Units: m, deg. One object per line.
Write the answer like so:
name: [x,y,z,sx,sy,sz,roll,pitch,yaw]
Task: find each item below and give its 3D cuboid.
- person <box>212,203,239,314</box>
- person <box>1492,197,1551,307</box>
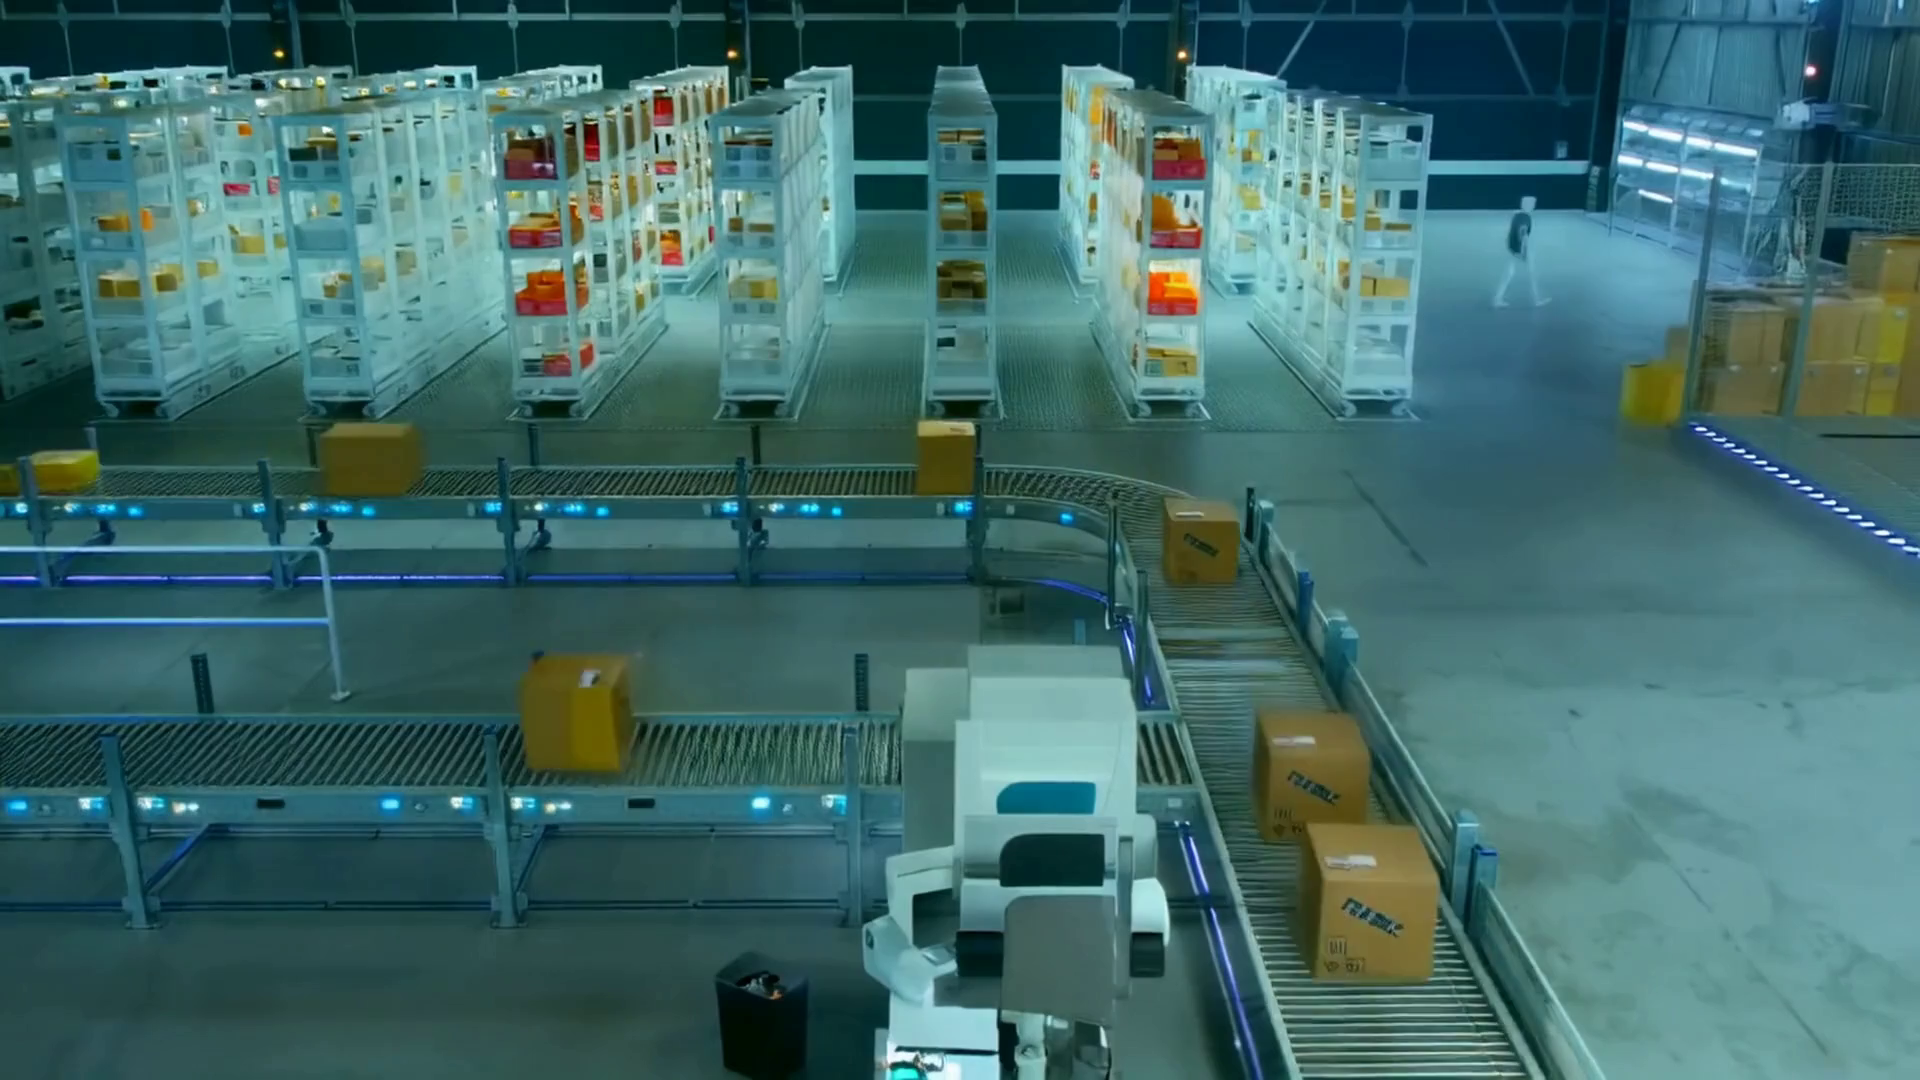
person: [-11.745,-4.553,26.713,0.403,1.822,0.589,-13,22,-35]
person: [9.230,-4.706,27.232,0.987,1.787,0.591,-3,18,-8]
